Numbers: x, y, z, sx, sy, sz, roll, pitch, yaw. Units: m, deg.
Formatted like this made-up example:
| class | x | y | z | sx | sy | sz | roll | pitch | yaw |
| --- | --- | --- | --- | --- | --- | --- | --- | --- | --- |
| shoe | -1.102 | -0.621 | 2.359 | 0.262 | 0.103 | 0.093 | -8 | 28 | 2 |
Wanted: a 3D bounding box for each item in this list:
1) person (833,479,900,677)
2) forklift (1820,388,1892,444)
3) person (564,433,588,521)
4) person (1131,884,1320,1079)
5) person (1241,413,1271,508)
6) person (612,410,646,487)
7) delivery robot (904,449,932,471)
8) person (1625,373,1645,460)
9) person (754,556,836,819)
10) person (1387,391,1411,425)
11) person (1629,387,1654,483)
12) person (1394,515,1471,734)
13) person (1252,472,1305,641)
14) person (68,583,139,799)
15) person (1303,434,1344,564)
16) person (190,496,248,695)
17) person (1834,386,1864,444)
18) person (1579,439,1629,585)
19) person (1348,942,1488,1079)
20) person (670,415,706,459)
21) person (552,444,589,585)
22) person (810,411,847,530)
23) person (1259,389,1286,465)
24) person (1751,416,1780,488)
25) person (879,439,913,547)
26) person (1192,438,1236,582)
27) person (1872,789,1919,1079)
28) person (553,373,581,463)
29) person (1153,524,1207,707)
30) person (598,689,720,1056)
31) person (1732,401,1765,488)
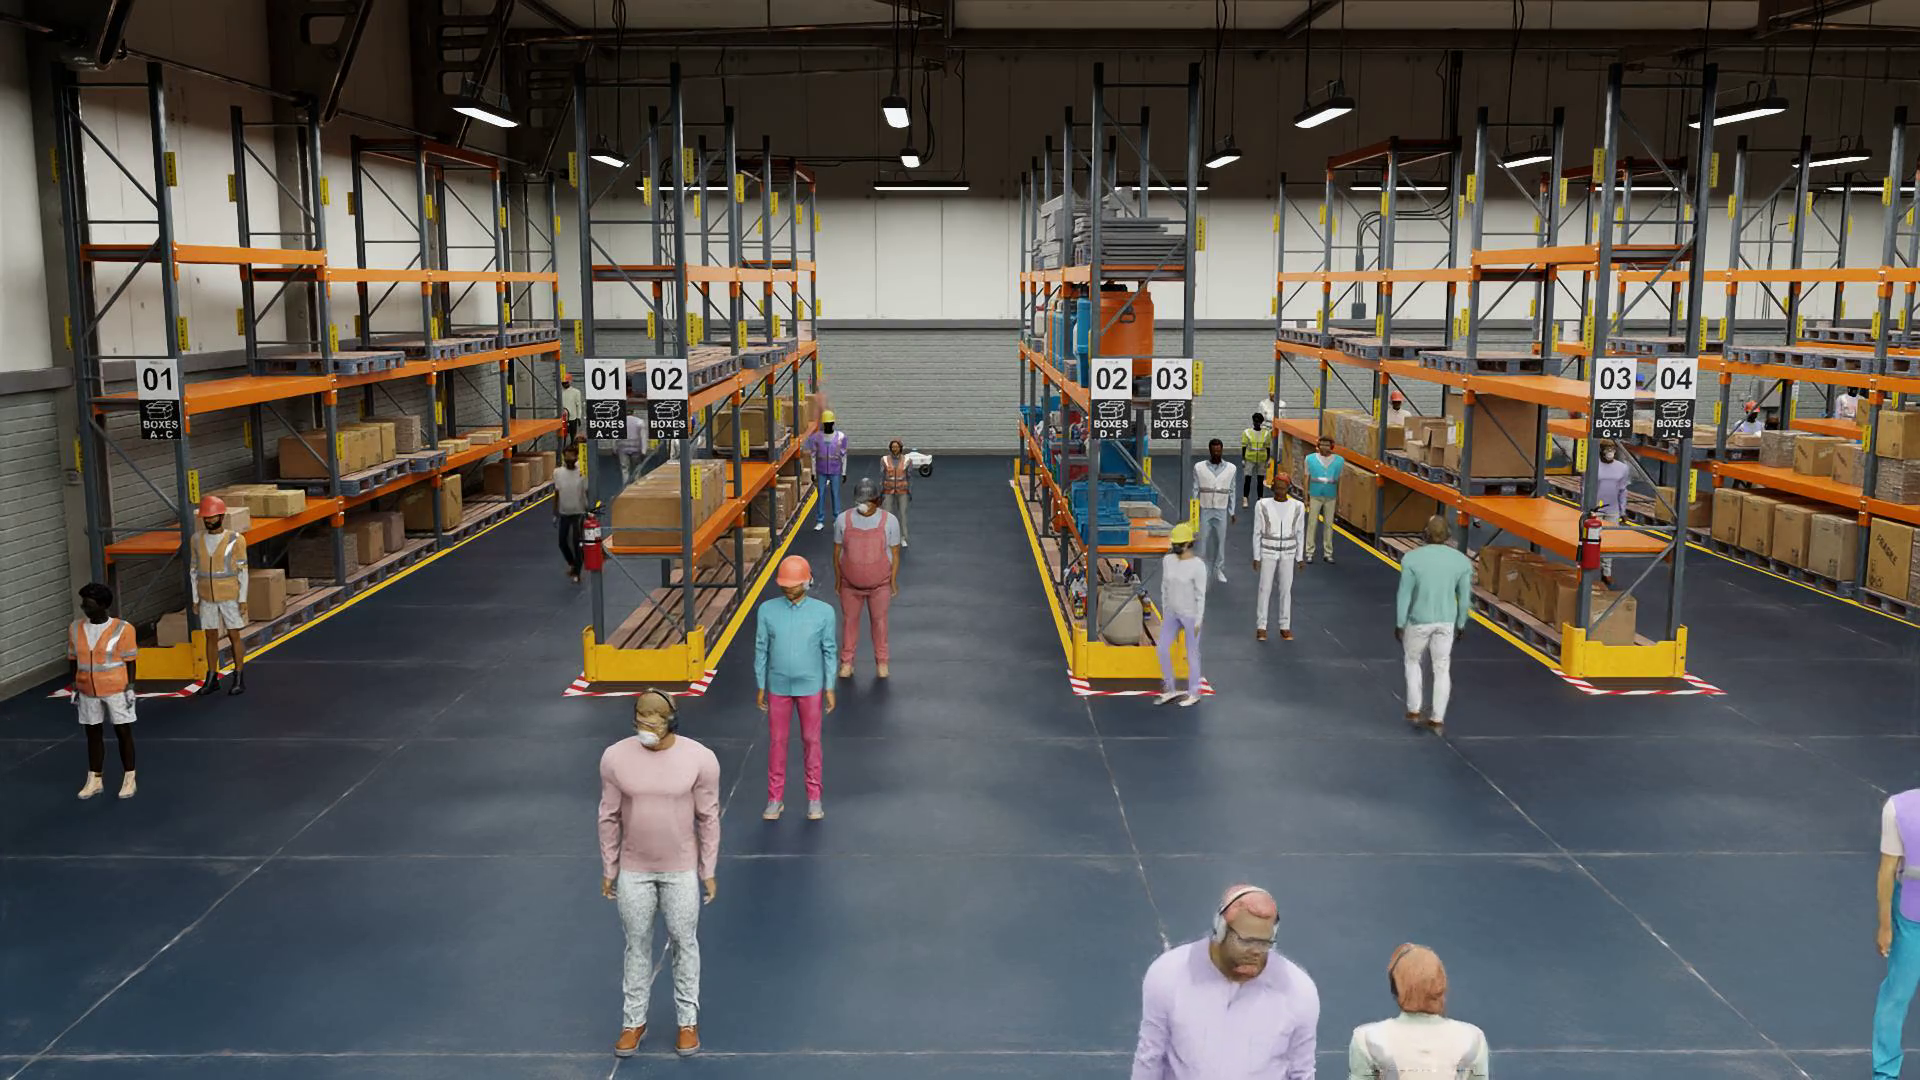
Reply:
| class | x | y | z | sx | sy | sz | roll | pitch | yaw |
| --- | --- | --- | --- | --- | --- | --- | --- | --- | --- |
| person | -0.944 | 0.379 | 16.709 | 0.672 | 2.000 | 0.536 | 0 | 9 | 0 |
| forklift | 20.072 | -3.110 | 36.462 | 1.873 | 2.768 | 1.129 | 0 | 9 | 0 |
| person | -5.976 | -0.887 | 26.186 | 0.514 | 1.623 | 0.469 | -2 | 9 | -14 |
| person | 0.952 | 2.115 | 6.047 | 0.670 | 1.882 | 0.666 | 2 | 9 | 10 |
| person | 5.200 | -1.396 | 29.238 | 0.529 | 1.694 | 0.321 | 0 | 9 | 0 |
| person | -6.091 | -1.662 | 30.588 | 0.605 | 1.798 | 0.807 | -2 | 9 | -15 |
| delivery robot | -0.936 | -1.622 | 34.038 | 0.707 | 0.478 | 0.477 | 0 | 9 | 0 |
| person | 15.127 | -2.758 | 37.179 | 0.602 | 1.949 | 0.390 | 0 | 9 | 0 |
| person | -1.220 | 1.089 | 12.313 | 0.609 | 1.986 | 0.391 | 0 | 9 | 0 |
| person | 7.945 | -1.734 | 30.441 | 0.609 | 1.996 | 0.379 | 0 | 9 | 0 |
| person | 13.477 | -2.083 | 32.912 | 0.626 | 1.924 | 0.479 | -3 | 9 | -20 |
| person | 4.181 | 0.735 | 14.775 | 0.677 | 1.924 | 0.653 | 0 | 9 | -2 |
| person | 3.530 | 0.184 | 18.459 | 0.572 | 1.886 | 0.353 | 0 | 9 | 0 |
| person | -6.595 | 1.157 | 12.810 | 0.529 | 1.694 | 0.321 | 0 | 9 | 0 |
| person | 5.133 | -0.580 | 23.523 | 0.563 | 1.837 | 0.388 | 0 | 9 | 0 |
| person | -7.140 | 0.536 | 16.019 | 0.542 | 1.939 | 0.363 | 0 | 9 | 0 |
| person | 18.990 | -2.444 | 35.502 | 0.619 | 1.845 | 0.430 | 0 | 9 | 0 |
| person | 8.446 | -0.368 | 21.839 | 0.627 | 1.940 | 0.370 | 0 | 9 | 0 |
| person | 1.641 | 2.265 | 5.941 | 0.521 | 1.620 | 0.472 | 0 | 9 | -2 |
| person | -4.204 | -0.985 | 25.809 | 0.602 | 1.938 | 0.401 | 0 | 9 | 0 |
| person | -5.110 | -0.340 | 21.904 | 0.542 | 1.863 | 0.433 | 0 | 9 | 0 |
| person | -2.102 | -1.109 | 26.640 | 0.584 | 1.928 | 0.372 | 0 | 9 | 0 |
| person | 6.522 | -2.327 | 34.772 | 0.586 | 1.835 | 0.403 | 0 | 9 | 0 |
| person | 12.988 | -1.079 | 26.745 | 0.619 | 1.838 | 0.430 | 0 | 9 | 0 |
| person | -0.963 | -0.704 | 24.956 | 0.512 | 1.642 | 0.311 | 0 | 9 | 0 |
| person | 3.364 | -0.394 | 22.068 | 0.587 | 1.920 | 0.390 | 0 | 9 | 0 |
| person | 4.669 | 1.837 | 7.980 | 0.563 | 1.837 | 0.388 | 0 | 9 | 0 |
| person | -8.644 | -2.687 | 36.605 | 0.609 | 1.986 | 0.391 | 0 | 9 | 0 |
| person | 2.036 | 0.710 | 15.490 | 0.598 | 1.744 | 0.561 | -9 | 12 | -44 |
| person | -1.546 | 1.698 | 8.568 | 0.627 | 1.934 | 0.370 | 0 | 9 | 0 |
| person | 13.583 | -1.429 | 28.662 | 0.542 | 1.939 | 0.363 | 0 | 9 | 0 |
